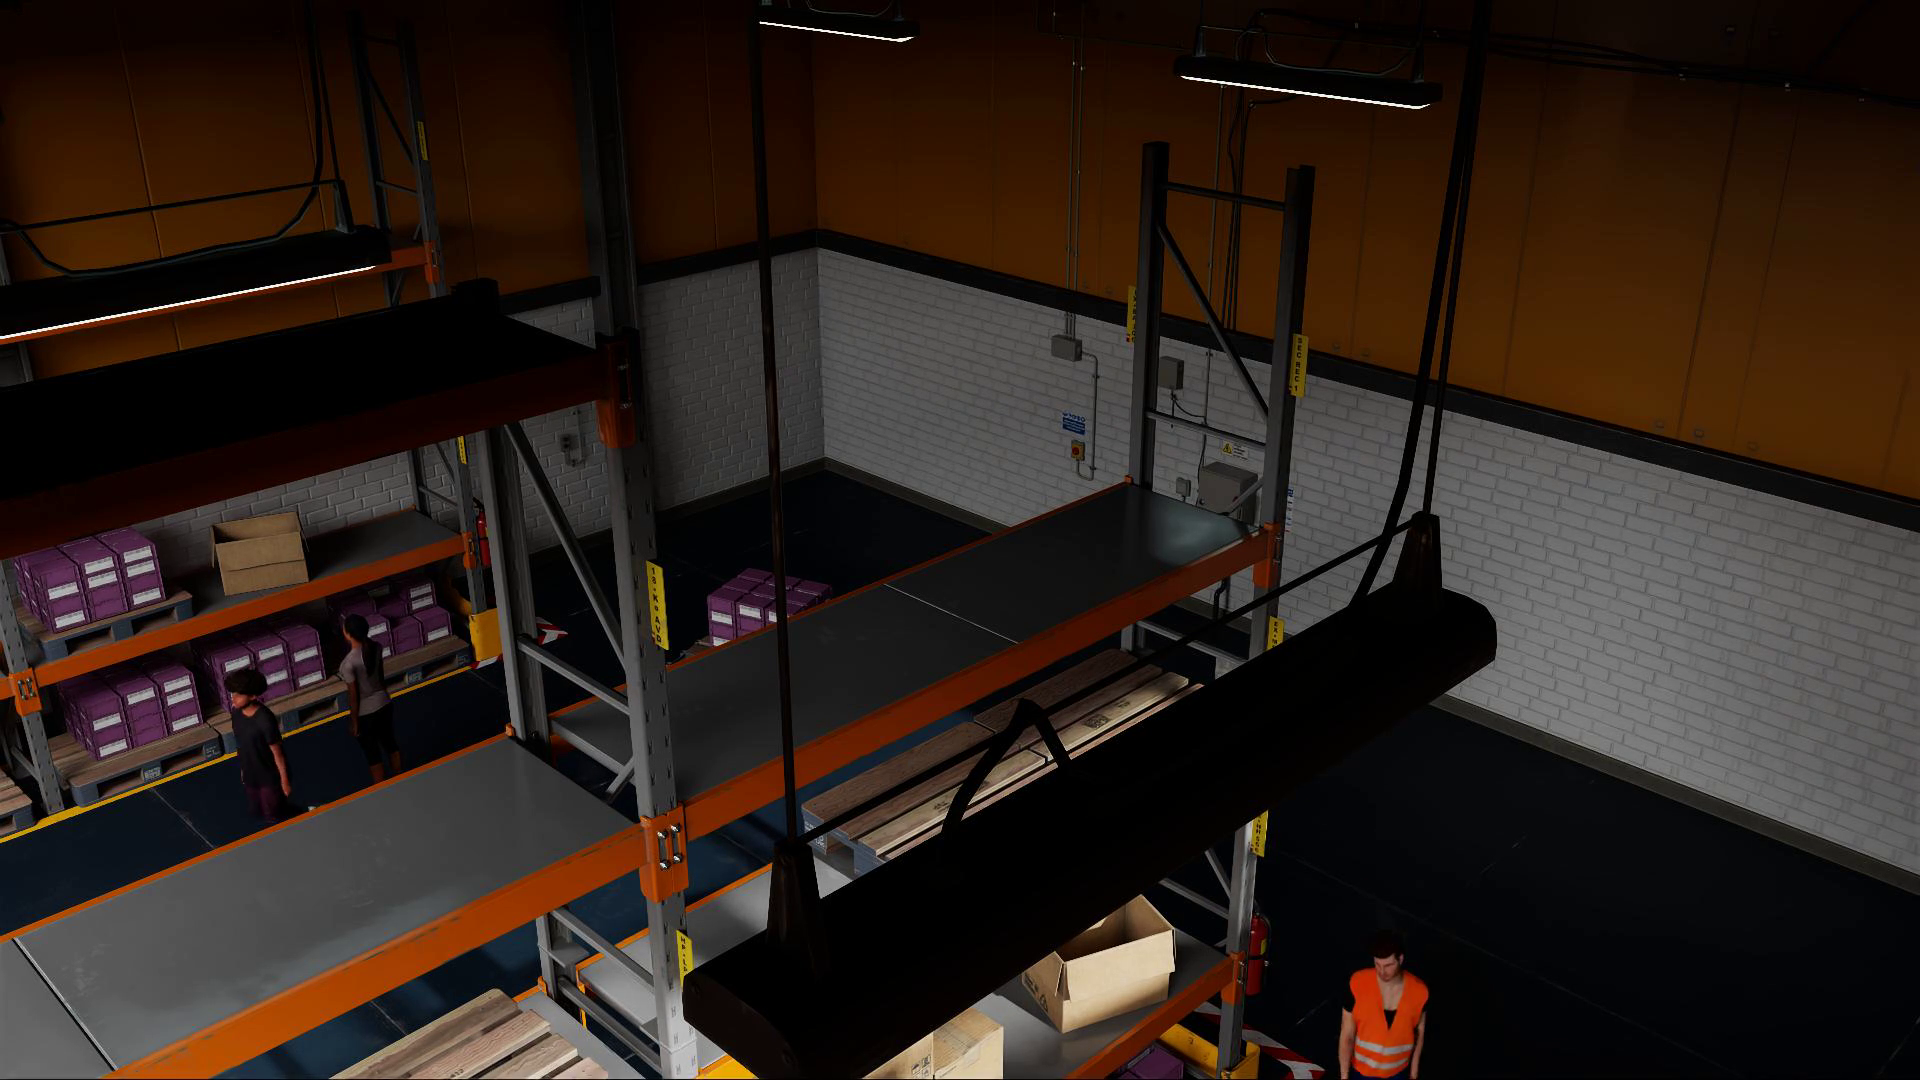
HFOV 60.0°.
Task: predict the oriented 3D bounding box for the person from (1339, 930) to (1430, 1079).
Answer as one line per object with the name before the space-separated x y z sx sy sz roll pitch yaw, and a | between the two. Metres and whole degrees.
person | 2.423 3.010 9.772 1.133 1.833 1.333 4 24 8

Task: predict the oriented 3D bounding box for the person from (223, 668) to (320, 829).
person | -5.276 1.735 12.768 0.764 1.769 0.973 14 27 30

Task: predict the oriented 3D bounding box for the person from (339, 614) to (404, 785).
person | -4.794 1.398 13.567 0.736 1.747 0.605 9 25 20
